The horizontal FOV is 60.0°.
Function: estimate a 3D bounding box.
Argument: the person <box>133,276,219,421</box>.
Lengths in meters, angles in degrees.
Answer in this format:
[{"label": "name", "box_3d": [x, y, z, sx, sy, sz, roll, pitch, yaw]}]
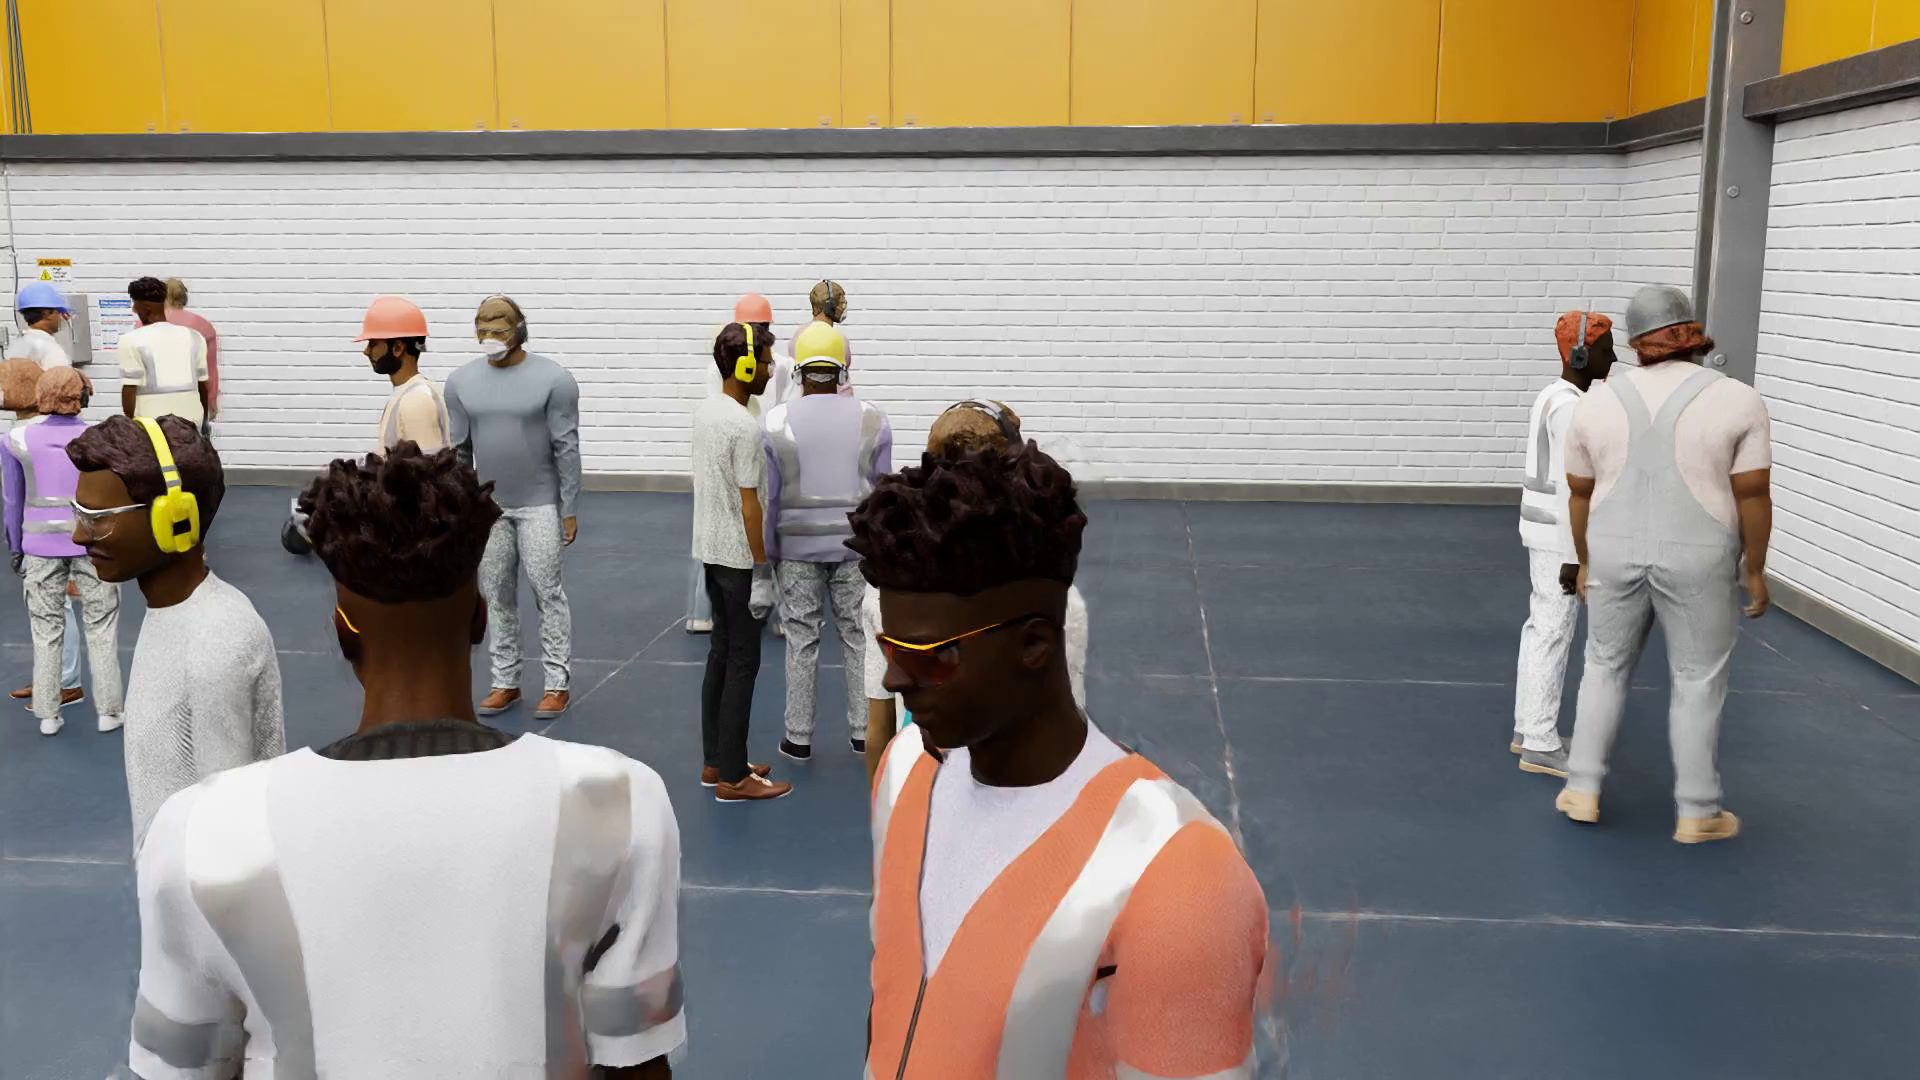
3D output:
[{"label": "person", "box_3d": [-6.132, -1.110, 13.110, 0.617, 1.922, 0.645, 8, 13, 39]}]

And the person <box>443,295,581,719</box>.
[{"label": "person", "box_3d": [-2.034, -0.145, 7.582, 0.636, 1.928, 0.387, 1, 10, 6]}]

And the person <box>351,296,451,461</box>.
[{"label": "person", "box_3d": [-2.288, -0.039, 6.932, 0.378, 1.936, 0.548, -4, 11, -20]}]

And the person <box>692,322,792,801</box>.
[{"label": "person", "box_3d": [-0.851, 0.092, 6.433, 0.347, 1.857, 0.526, -6, 11, -29]}]

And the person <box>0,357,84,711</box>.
[{"label": "person", "box_3d": [-4.310, -0.031, 7.747, 0.282, 1.636, 0.500, -8, 13, -39]}]

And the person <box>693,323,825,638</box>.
[{"label": "person", "box_3d": [-1.114, -0.308, 9.084, 0.807, 1.729, 0.545, -1, 10, -4]}]

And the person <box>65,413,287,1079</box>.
[{"label": "person", "box_3d": [-1.320, 0.702, 2.922, 0.320, 1.860, 0.519, -5, 11, -28]}]

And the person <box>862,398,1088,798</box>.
[{"label": "person", "box_3d": [0.047, 0.642, 3.295, 0.504, 1.847, 0.345, 6, 12, 32]}]

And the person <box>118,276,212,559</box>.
[{"label": "person", "box_3d": [-5.453, -0.824, 11.415, 0.551, 1.944, 0.667, 8, 13, 40]}]

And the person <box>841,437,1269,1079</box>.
[{"label": "person", "box_3d": [0.126, 0.833, 1.965, 0.617, 1.934, 0.613, -6, 12, -32]}]

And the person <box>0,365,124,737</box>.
[{"label": "person", "box_3d": [-3.882, 0.054, 7.278, 0.528, 1.630, 0.314, -3, 10, -18]}]

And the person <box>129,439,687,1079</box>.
[{"label": "person", "box_3d": [-0.630, 0.846, 1.952, 0.638, 1.919, 1.017, -4, 11, -20]}]

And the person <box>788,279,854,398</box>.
[{"label": "person", "box_3d": [-0.876, -0.695, 10.685, 0.355, 1.938, 0.634, -7, 12, -34]}]

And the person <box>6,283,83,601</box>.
[{"label": "person", "box_3d": [-5.539, -0.585, 10.150, 0.707, 1.921, 0.383, 8, 13, 40]}]

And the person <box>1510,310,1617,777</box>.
[{"label": "person", "box_3d": [2.461, 0.012, 6.793, 0.337, 1.882, 0.584, 2, 10, 13]}]

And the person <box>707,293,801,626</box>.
[{"label": "person", "box_3d": [-1.177, -0.454, 9.505, 0.552, 1.900, 0.980, -1, 10, -5]}]

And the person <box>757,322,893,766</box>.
[{"label": "person", "box_3d": [-0.563, 0.022, 6.882, 0.590, 1.833, 0.404, -3, 10, -15]}]

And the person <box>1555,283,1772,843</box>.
[{"label": "person", "box_3d": [2.584, 0.058, 6.080, 0.705, 2.000, 0.535, 8, 13, 39]}]
